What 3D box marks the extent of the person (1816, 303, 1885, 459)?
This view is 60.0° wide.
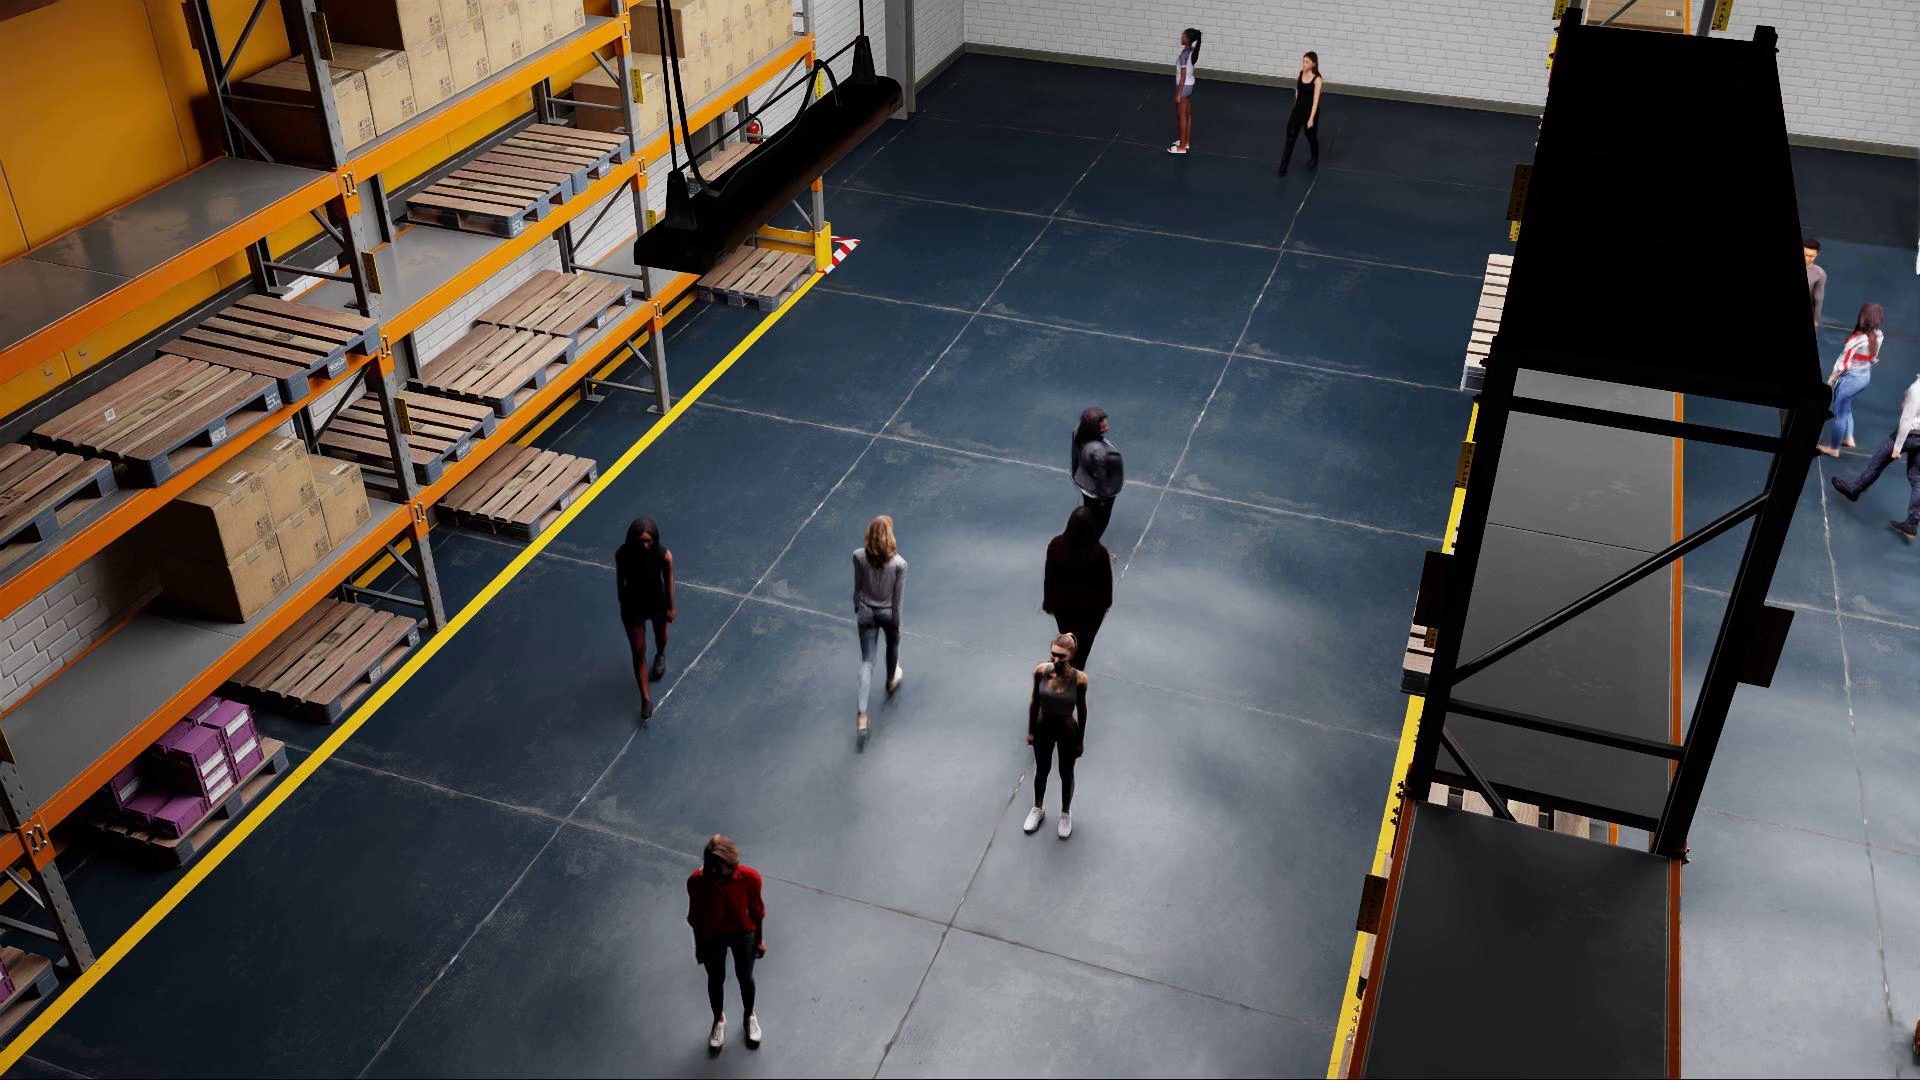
[{"bbox_3d":[8.713,-1.504,16.093,0.735,1.605,0.804,-19,38,-26],"label":"person"}]

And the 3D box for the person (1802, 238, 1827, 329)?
[{"bbox_3d":[8.610,-2.324,17.188,0.830,1.758,0.896,20,38,27],"label":"person"}]

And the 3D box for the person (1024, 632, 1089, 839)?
[{"bbox_3d":[0.685,1.355,11.704,0.569,1.702,0.546,10,35,14],"label":"person"}]

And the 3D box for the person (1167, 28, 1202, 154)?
[{"bbox_3d":[3.123,-6.262,23.147,0.671,1.720,0.488,13,36,19],"label":"person"}]

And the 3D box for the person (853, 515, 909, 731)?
[{"bbox_3d":[-0.647,0.658,12.708,0.653,1.753,1.190,9,35,13],"label":"person"}]

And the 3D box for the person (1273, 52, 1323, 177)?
[{"bbox_3d":[4.714,-5.734,22.424,1.198,1.642,0.963,-25,41,-33],"label":"person"}]

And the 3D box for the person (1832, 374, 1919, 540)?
[{"bbox_3d":[8.621,-0.864,14.936,1.128,1.821,1.273,-10,35,-15],"label":"person"}]

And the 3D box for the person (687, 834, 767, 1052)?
[{"bbox_3d":[-1.405,2.412,10.110,0.687,1.707,0.672,-4,34,-7],"label":"person"}]

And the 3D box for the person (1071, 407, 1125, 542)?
[{"bbox_3d":[1.171,-0.486,14.592,0.945,1.572,0.873,-20,38,-27],"label":"person"}]

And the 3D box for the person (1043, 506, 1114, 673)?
[{"bbox_3d":[0.874,0.576,12.873,0.741,1.707,1.169,14,36,20],"label":"person"}]

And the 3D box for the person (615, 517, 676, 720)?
[{"bbox_3d":[-2.461,0.475,13.050,0.987,1.678,1.213,-4,34,-6],"label":"person"}]
